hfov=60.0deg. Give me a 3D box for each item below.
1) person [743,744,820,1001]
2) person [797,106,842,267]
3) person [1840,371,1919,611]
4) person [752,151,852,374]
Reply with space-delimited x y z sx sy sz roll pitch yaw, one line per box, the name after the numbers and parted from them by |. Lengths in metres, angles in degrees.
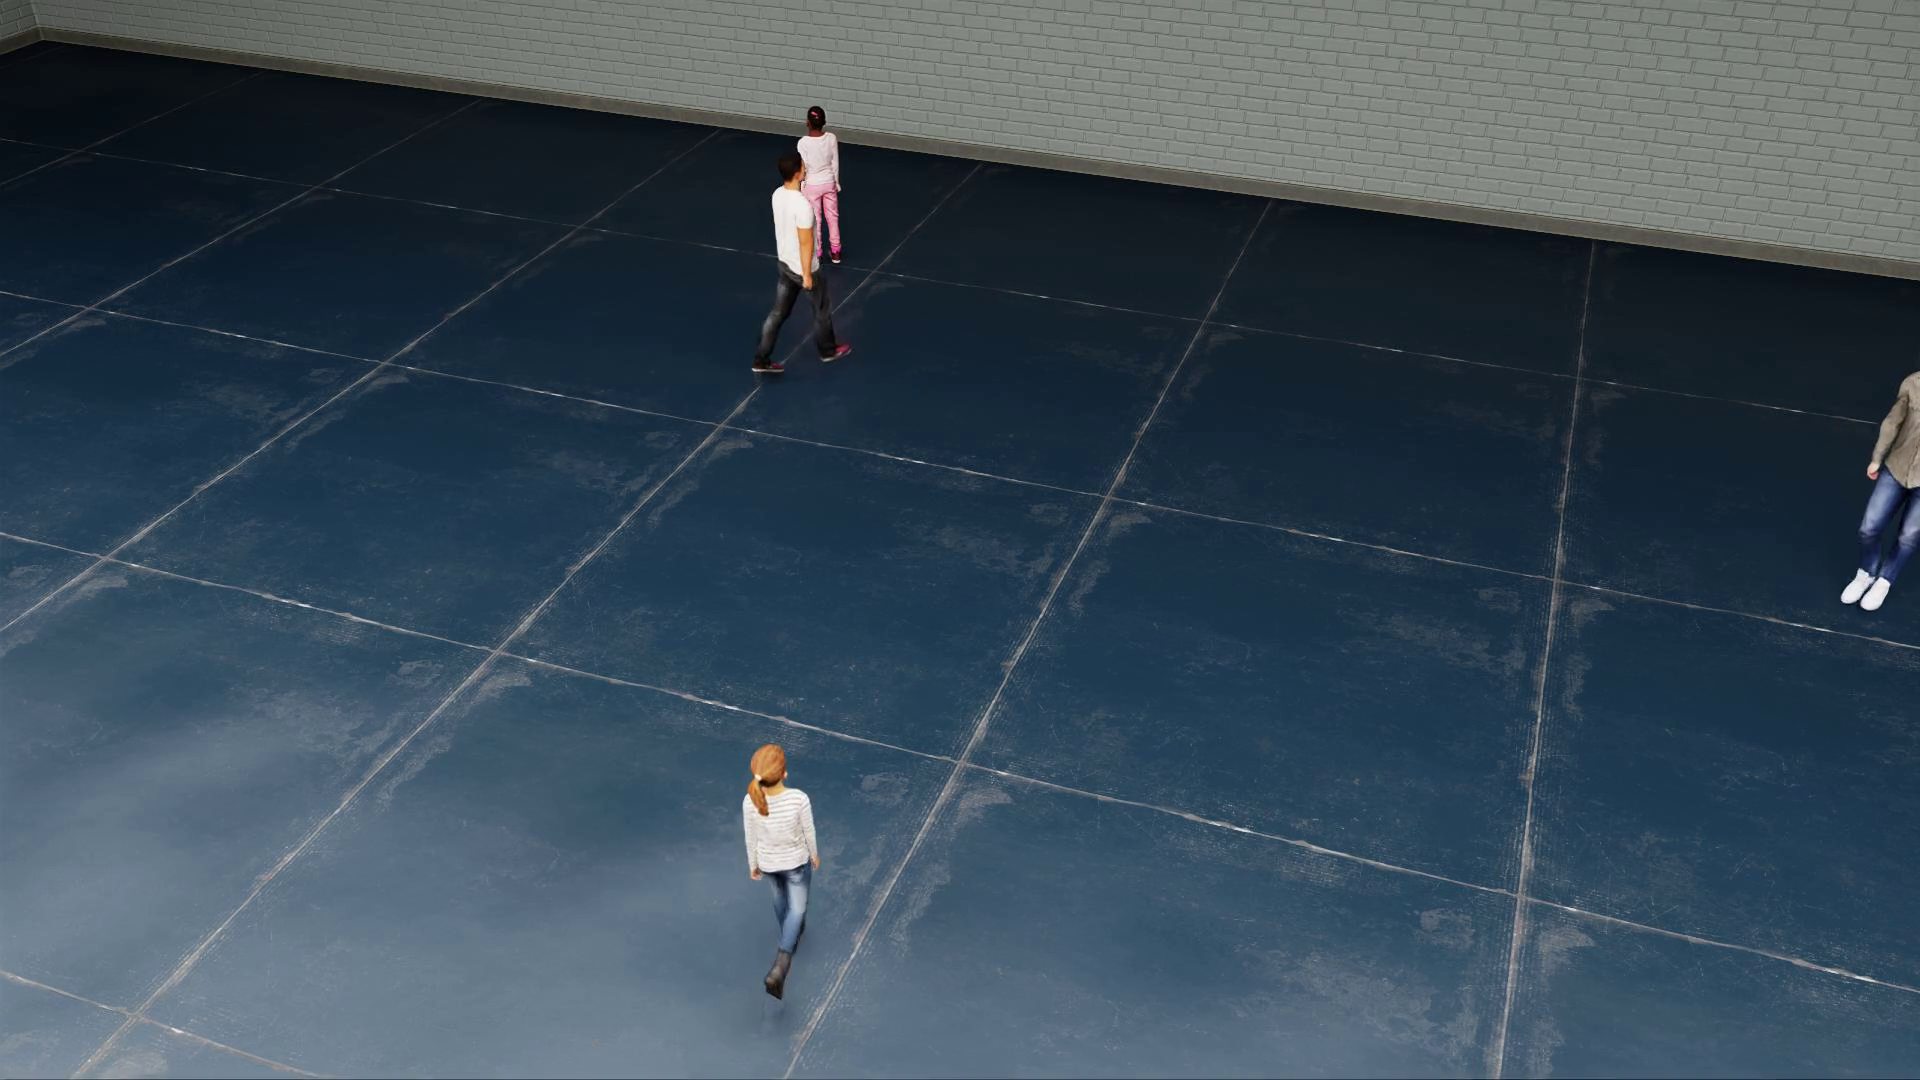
-0.825 1.523 7.601 0.574 1.298 0.883 5 33 7 | person
-1.232 -3.124 14.612 0.616 1.445 0.680 -15 36 -22 | person
5.840 -0.430 10.089 0.816 1.859 0.790 28 42 35 | person
-1.319 -2.064 12.687 1.221 1.766 1.005 -25 41 -33 | person
